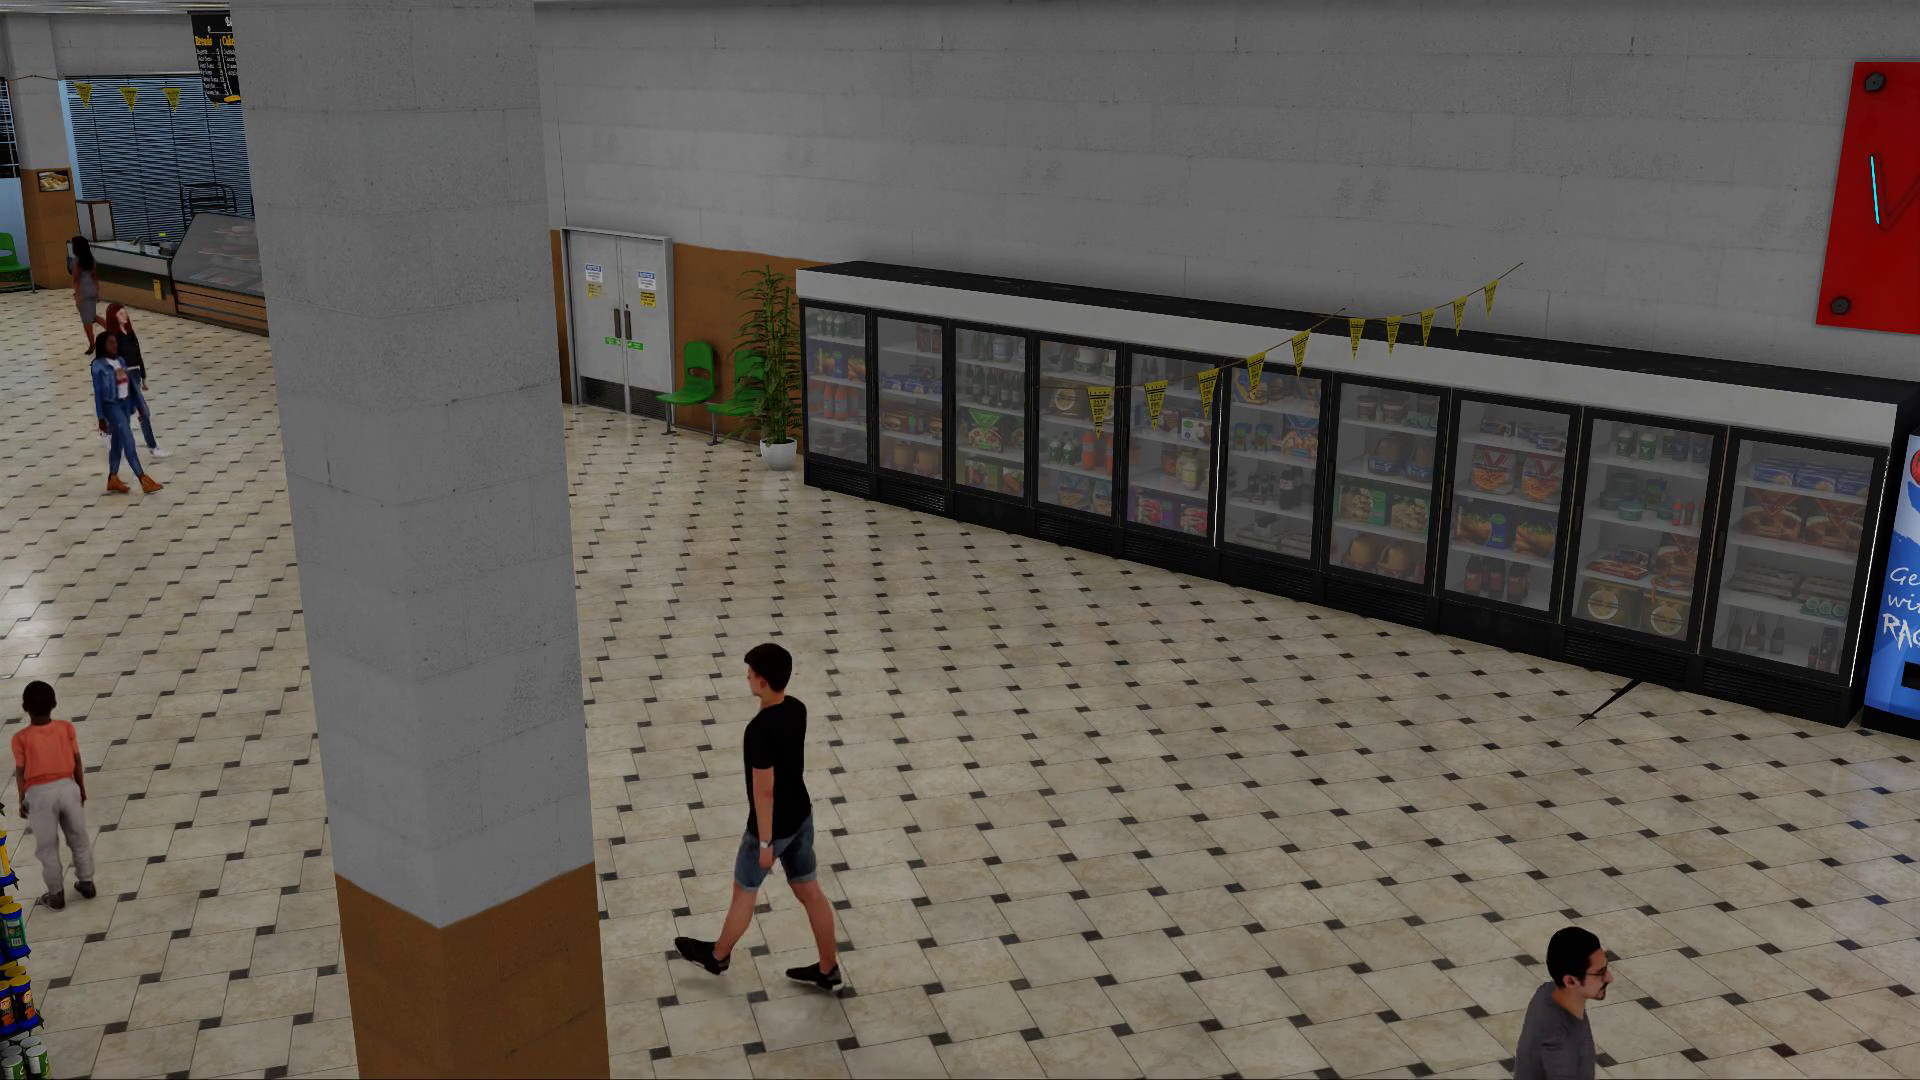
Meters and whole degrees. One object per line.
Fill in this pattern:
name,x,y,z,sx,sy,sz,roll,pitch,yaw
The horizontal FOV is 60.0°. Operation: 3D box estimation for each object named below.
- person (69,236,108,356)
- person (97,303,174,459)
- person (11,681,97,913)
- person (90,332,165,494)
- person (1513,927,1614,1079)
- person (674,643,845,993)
person,-12.897,-3.614,24.721,0.833,1.767,0.852,5,17,15
person,-9.376,-1.753,18.628,1.052,1.747,1.183,3,17,9
person,-4.938,1.387,9.038,0.461,1.311,0.562,-15,22,-41
person,-8.828,-1.308,17.260,0.975,1.691,1.029,4,17,11
person,1.945,2.154,5.821,0.927,1.712,1.148,7,18,22
person,-0.797,1.402,8.124,0.954,1.814,1.134,7,18,21
